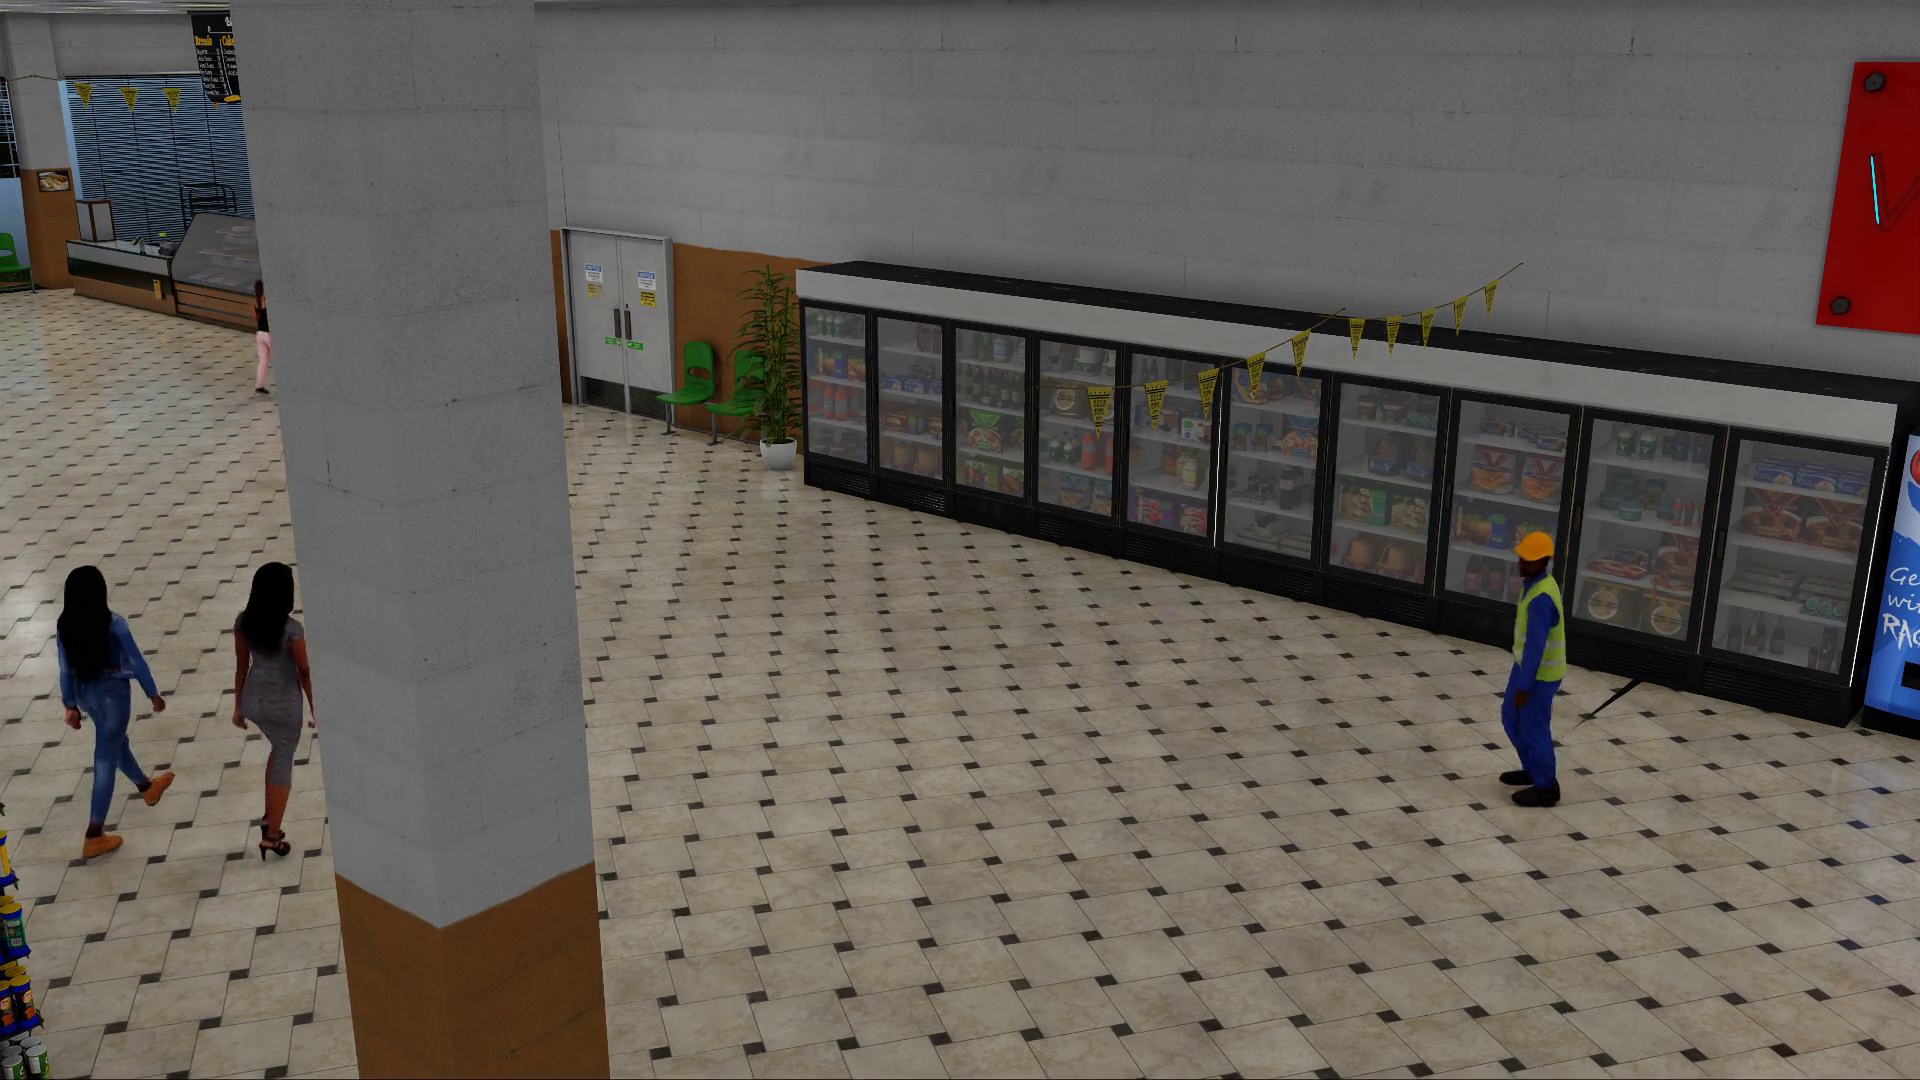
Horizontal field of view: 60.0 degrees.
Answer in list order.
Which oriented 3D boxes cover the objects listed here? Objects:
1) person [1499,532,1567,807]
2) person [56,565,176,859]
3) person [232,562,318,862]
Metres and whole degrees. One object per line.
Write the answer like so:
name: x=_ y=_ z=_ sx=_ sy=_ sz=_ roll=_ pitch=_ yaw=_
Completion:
person: x=3.576 y=0.795 z=10.181 sx=0.910 sy=1.780 sz=0.823 roll=6 pitch=18 yaw=19
person: x=-5.007 y=1.018 z=9.631 sx=0.952 sy=1.672 sz=1.218 roll=4 pitch=17 yaw=13
person: x=-3.943 y=1.030 z=9.448 sx=0.732 sy=1.756 sz=0.755 roll=3 pitch=17 yaw=10
